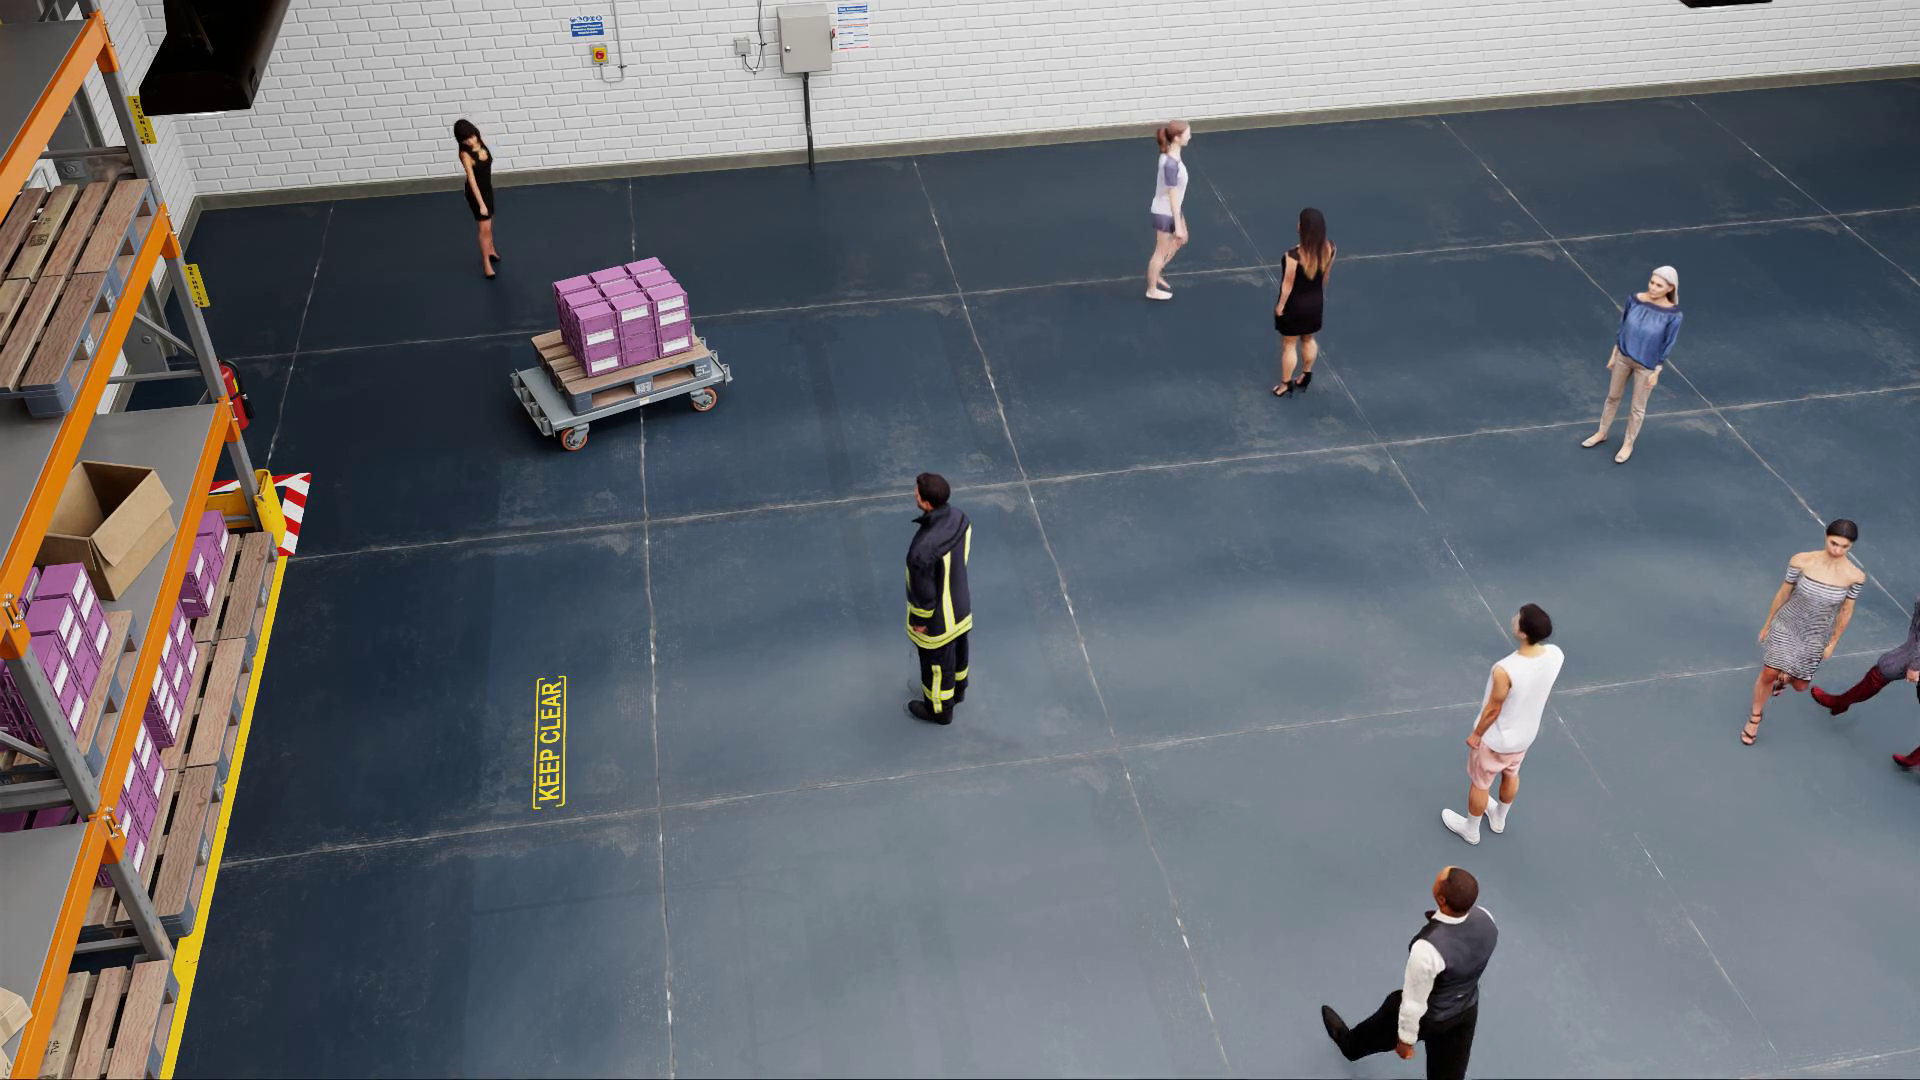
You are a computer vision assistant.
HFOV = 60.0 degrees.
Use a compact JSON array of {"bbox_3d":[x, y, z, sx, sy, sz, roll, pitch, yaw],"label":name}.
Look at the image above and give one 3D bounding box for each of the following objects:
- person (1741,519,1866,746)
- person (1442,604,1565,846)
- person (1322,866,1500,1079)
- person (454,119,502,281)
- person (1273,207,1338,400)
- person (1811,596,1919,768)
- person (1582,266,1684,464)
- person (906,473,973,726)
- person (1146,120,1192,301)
[{"bbox_3d":[5.331,0.548,10.554,0.837,1.808,0.914,19,42,22],"label":"person"},{"bbox_3d":[3.245,1.108,9.868,0.696,1.789,0.644,-16,41,-19],"label":"person"},{"bbox_3d":[2.401,2.389,8.200,0.931,1.868,1.329,-16,41,-19],"label":"person"},{"bbox_3d":[-4.455,-3.221,15.425,0.821,1.619,0.582,-2,39,-3],"label":"person"},{"bbox_3d":[2.835,-1.946,13.750,0.730,1.717,0.713,-19,42,-22],"label":"person"},{"bbox_3d":[6.090,0.774,10.381,0.887,1.671,1.168,-21,43,-24],"label":"person"},{"bbox_3d":[5.334,-1.401,13.084,0.768,1.697,0.674,-30,47,-32],"label":"person"},{"bbox_3d":[-0.128,0.374,10.677,0.957,1.926,0.854,17,42,20],"label":"person"},{"bbox_3d":[1.776,-2.958,14.989,0.702,1.752,0.617,3,39,4],"label":"person"}]
